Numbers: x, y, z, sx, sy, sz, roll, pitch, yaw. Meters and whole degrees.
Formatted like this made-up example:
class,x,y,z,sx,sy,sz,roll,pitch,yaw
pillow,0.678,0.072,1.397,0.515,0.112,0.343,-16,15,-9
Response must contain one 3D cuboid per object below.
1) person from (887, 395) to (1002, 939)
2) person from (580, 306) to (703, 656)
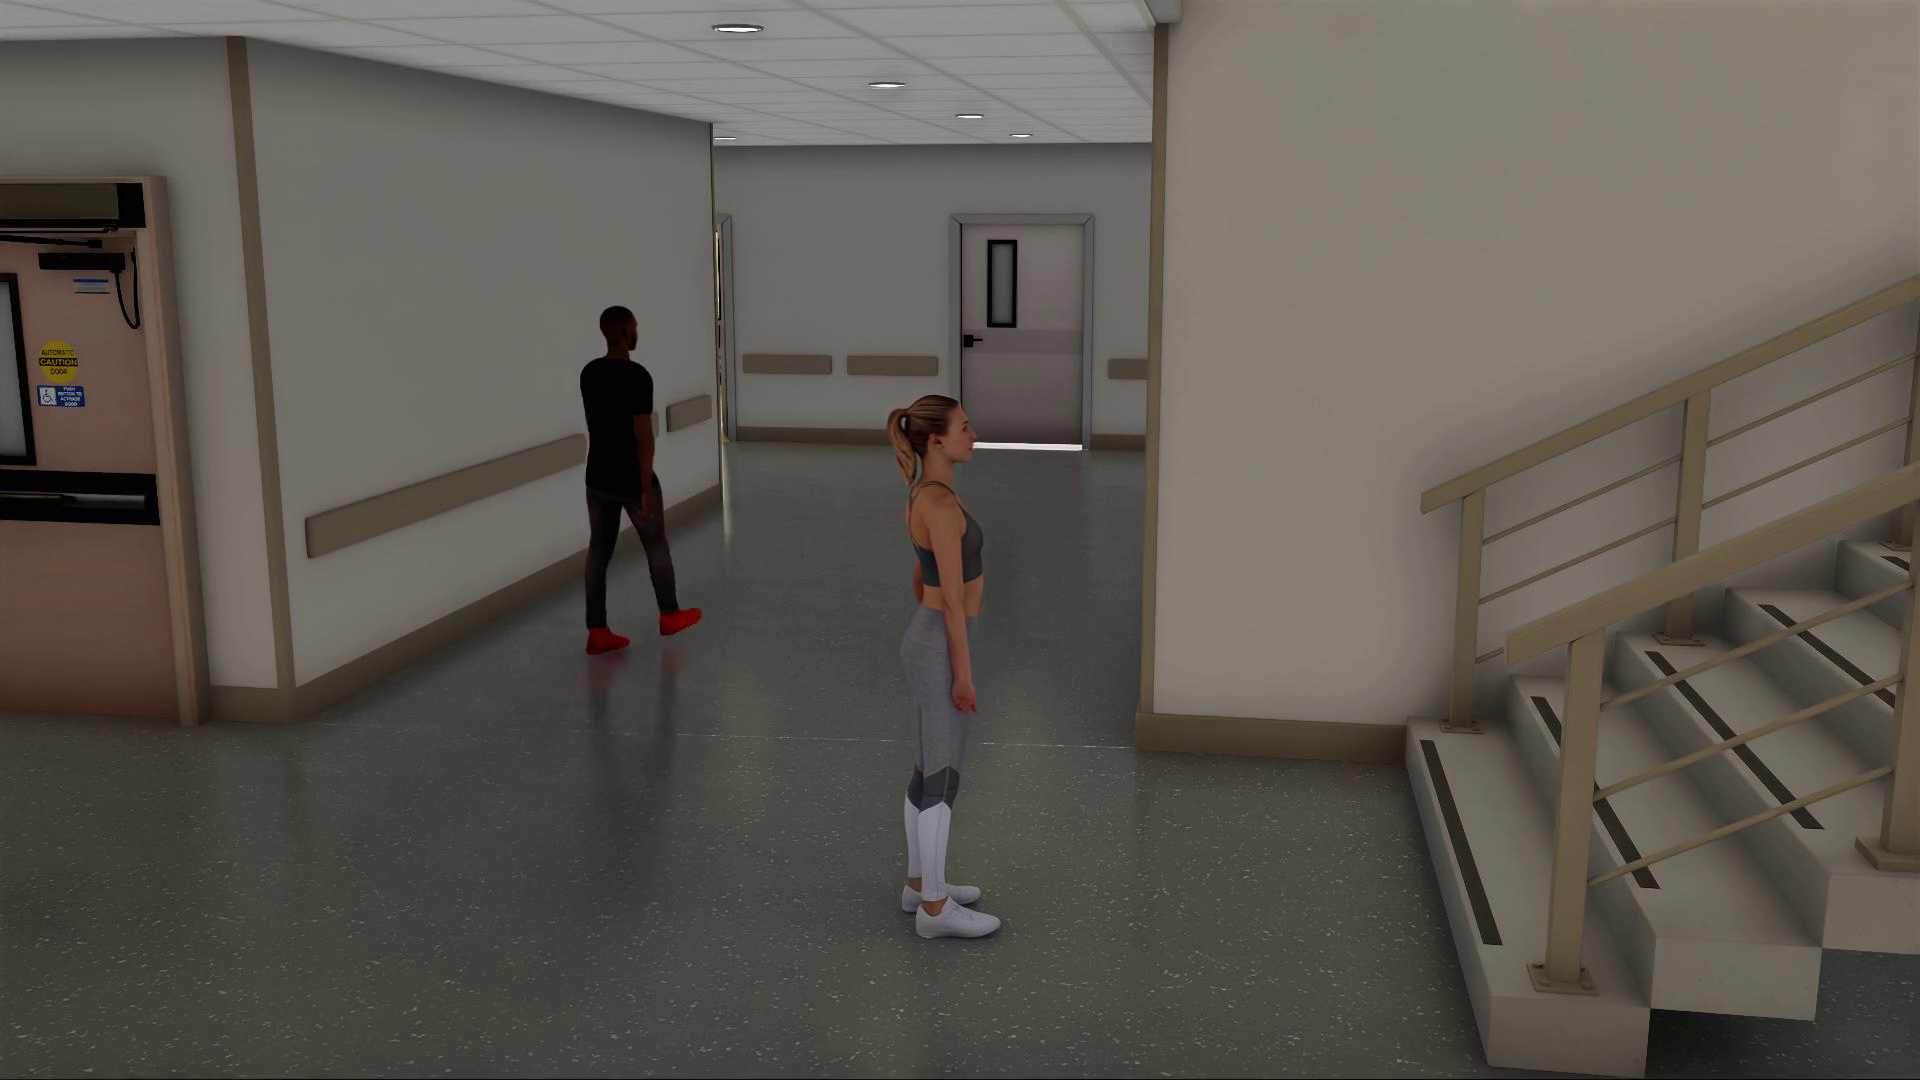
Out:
class,x,y,z,sx,sy,sz,roll,pitch,yaw
person,-0.069,0.388,5.238,0.655,1.704,0.648,-2,11,-12
person,-1.816,-0.280,8.550,0.995,1.780,0.879,5,12,25
